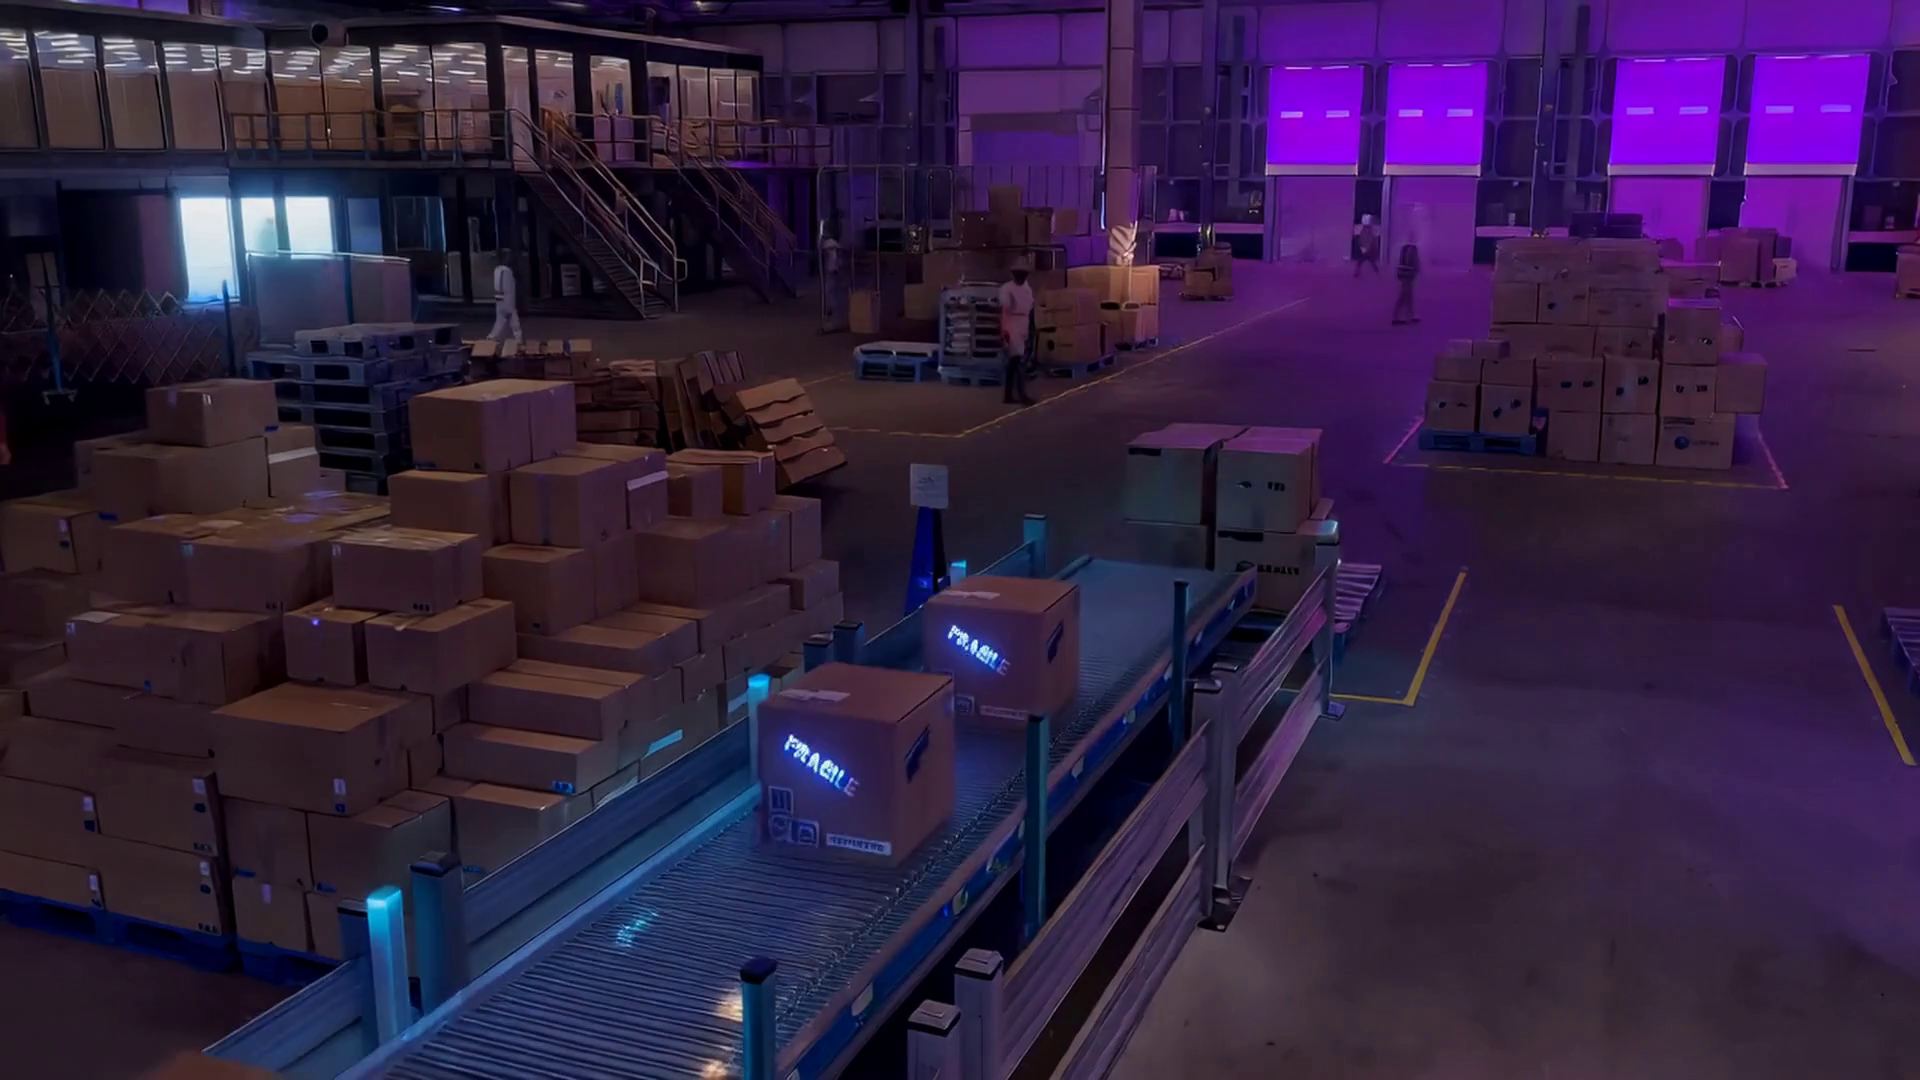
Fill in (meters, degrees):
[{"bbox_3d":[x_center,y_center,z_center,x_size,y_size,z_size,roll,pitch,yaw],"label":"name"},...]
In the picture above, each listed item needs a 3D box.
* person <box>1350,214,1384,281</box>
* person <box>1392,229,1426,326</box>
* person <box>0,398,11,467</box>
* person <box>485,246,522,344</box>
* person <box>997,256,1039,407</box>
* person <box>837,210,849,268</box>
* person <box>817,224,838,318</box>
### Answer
[{"bbox_3d":[11.122,-7.955,45.295,0.826,1.815,0.624,-3,13,-11],"label":"person"},{"bbox_3d":[8.816,-5.105,32.407,0.847,1.849,0.593,-3,13,-12],"label":"person"},{"bbox_3d":[-7.525,-0.729,12.512,0.501,1.980,0.620,11,17,42],"label":"person"},{"bbox_3d":[-7.082,-3.602,25.659,0.843,1.859,0.575,-10,16,-39],"label":"person"},{"bbox_3d":[0.824,-2.658,21.296,0.809,1.908,0.579,11,17,40],"label":"person"},{"bbox_3d":[-3.814,-9.194,50.883,0.765,1.805,0.515,-4,13,-19],"label":"person"},{"bbox_3d":[-2.702,-5.509,34.105,0.393,1.911,0.589,7,14,27],"label":"person"}]
